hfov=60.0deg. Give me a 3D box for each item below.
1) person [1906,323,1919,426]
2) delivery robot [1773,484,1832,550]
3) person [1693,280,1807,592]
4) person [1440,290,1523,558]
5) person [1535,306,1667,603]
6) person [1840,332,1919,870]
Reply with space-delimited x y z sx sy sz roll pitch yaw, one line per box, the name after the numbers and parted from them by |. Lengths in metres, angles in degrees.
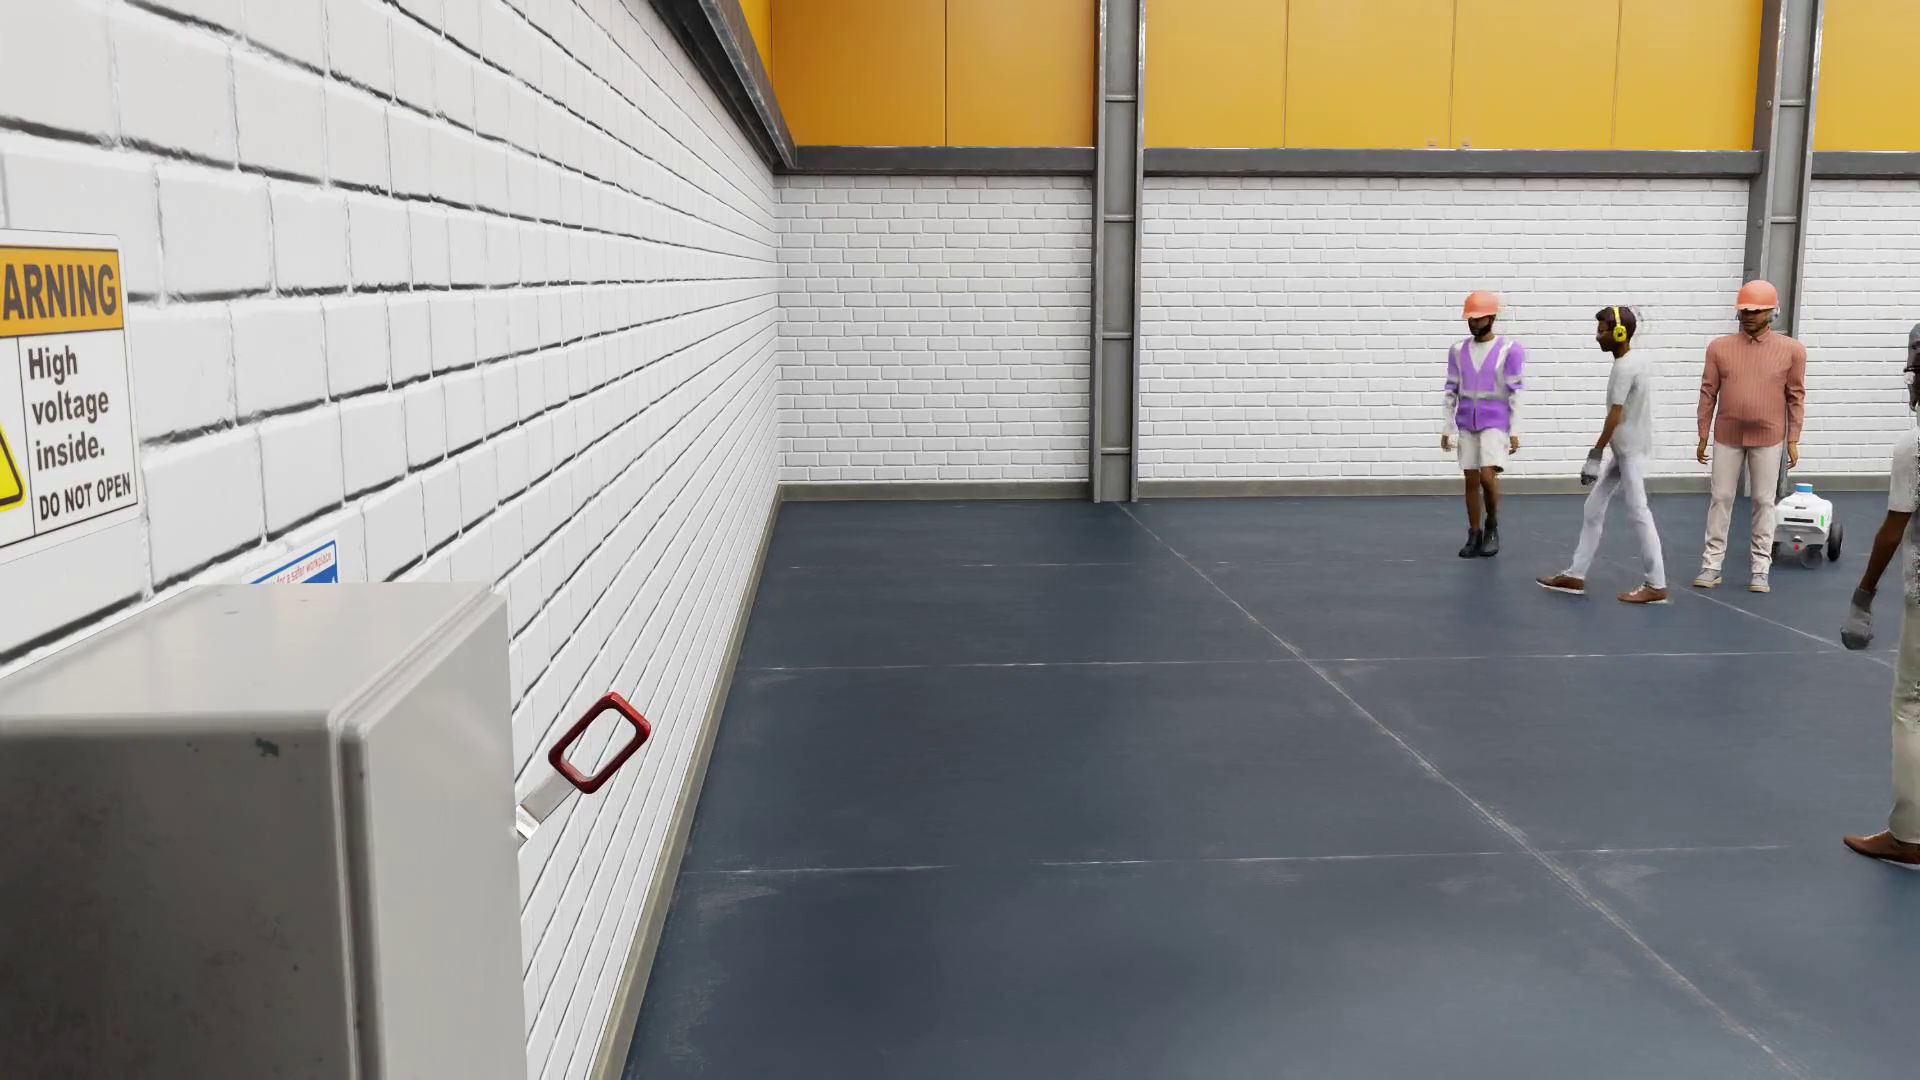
8.704 -1.282 14.735 0.377 1.937 0.629 -5 11 -30 | person
5.910 -0.153 11.673 0.477 0.478 0.707 5 10 30 | delivery robot
5.041 -0.658 10.644 0.621 1.989 0.398 6 11 32 | person
3.698 -0.812 11.834 0.561 1.915 0.447 8 12 41 | person
3.994 -0.517 10.279 0.889 1.821 0.554 4 10 21 | person
3.304 0.206 5.646 0.584 1.856 0.393 -3 9 -18 | person
